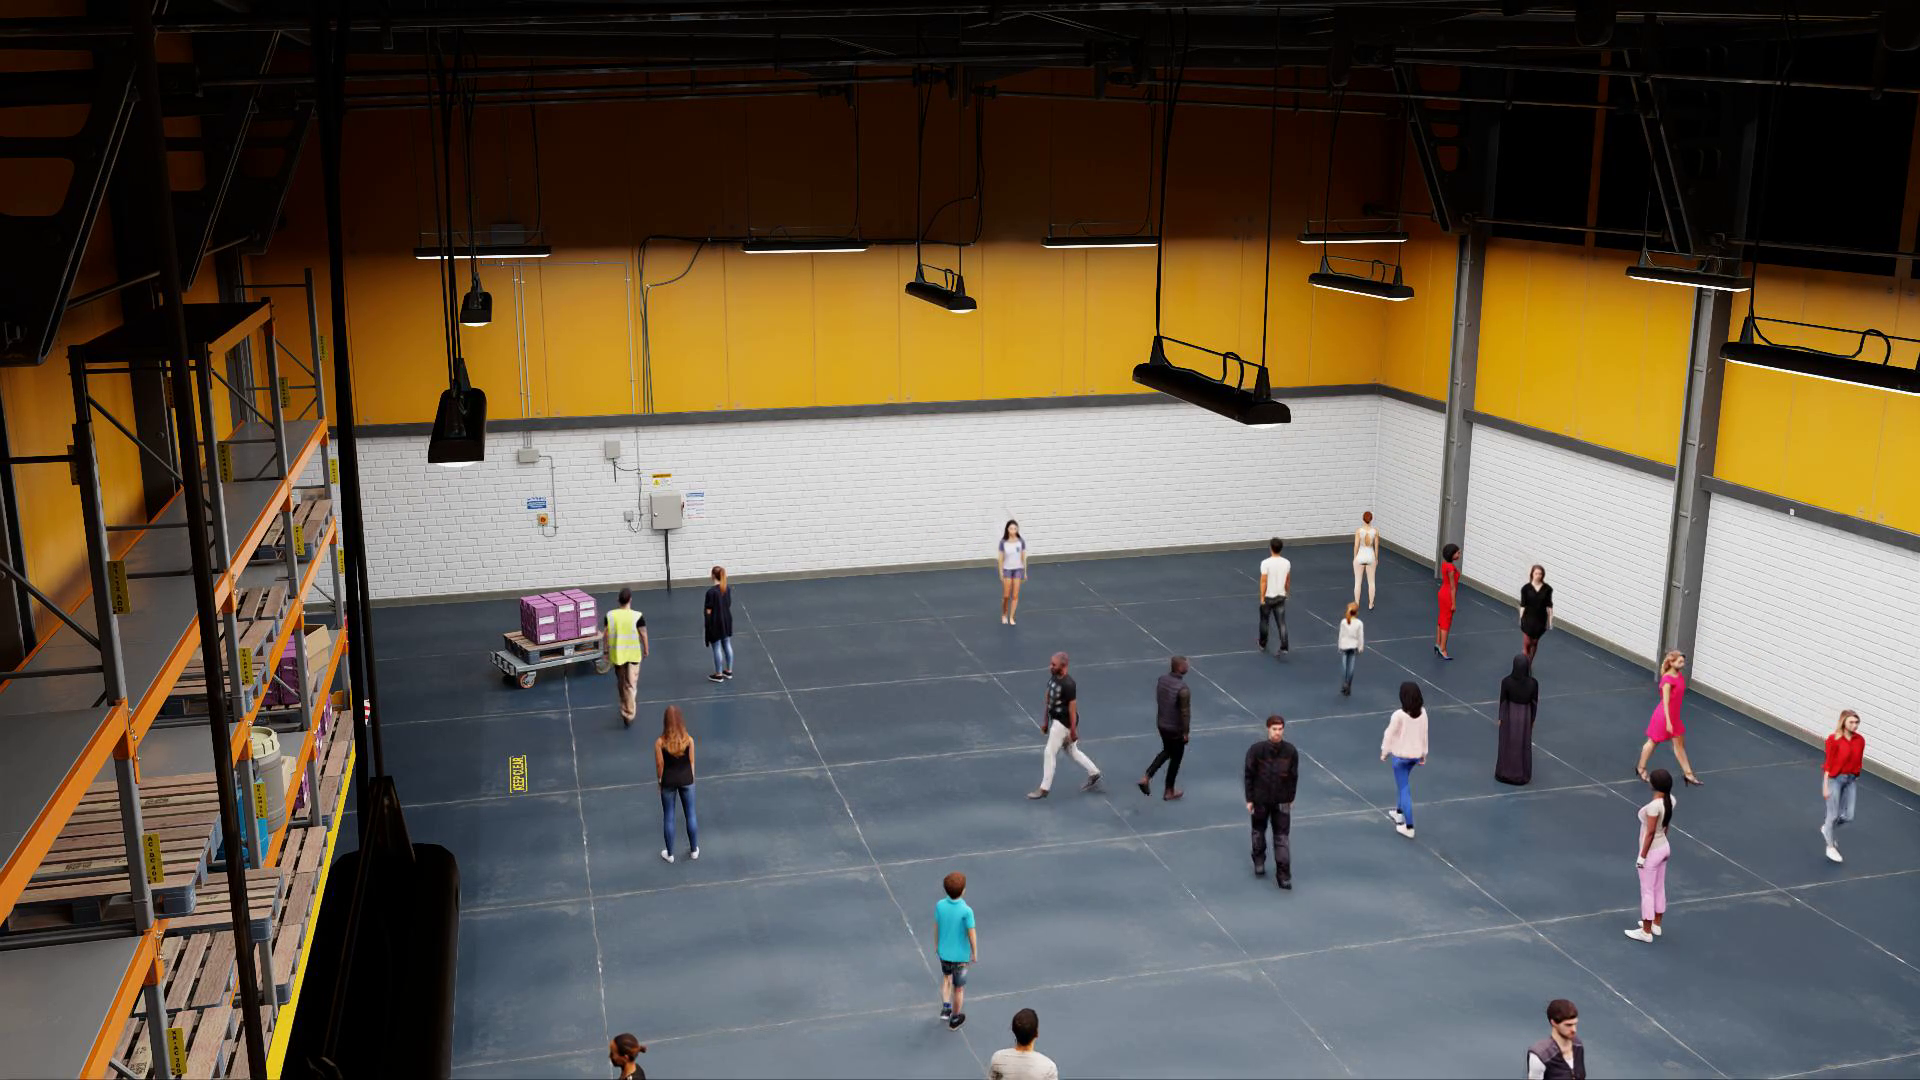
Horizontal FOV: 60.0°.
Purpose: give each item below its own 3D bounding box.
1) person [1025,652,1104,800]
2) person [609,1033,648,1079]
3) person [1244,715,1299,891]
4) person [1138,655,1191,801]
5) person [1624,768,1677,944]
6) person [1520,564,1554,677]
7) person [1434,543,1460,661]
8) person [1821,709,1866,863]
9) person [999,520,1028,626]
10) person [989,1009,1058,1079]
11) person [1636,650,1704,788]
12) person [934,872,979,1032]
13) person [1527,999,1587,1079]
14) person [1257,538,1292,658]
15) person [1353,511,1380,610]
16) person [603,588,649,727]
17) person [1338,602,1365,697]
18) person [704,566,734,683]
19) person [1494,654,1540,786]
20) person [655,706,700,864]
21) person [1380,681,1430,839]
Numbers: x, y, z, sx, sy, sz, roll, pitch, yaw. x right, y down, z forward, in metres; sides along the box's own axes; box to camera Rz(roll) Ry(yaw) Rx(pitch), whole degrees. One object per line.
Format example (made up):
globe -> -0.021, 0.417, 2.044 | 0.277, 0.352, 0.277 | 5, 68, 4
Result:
person -> 1.298, 2.179, 19.526 | 0.783, 1.768, 1.175 | -5, 14, -18
person -> -2.241, 4.174, 11.498 | 0.654, 1.668, 0.476 | -2, 14, -10
person -> 3.220, 2.683, 17.370 | 0.941, 1.802, 1.167 | 1, 14, 4
person -> 2.400, 2.208, 19.304 | 0.919, 1.815, 0.915 | -9, 16, -34
person -> 6.712, 3.027, 16.074 | 0.653, 1.744, 0.653 | -12, 18, -40
person -> 8.249, 1.155, 23.932 | 0.790, 1.684, 0.961 | 1, 14, 5
person -> 7.271, 0.904, 24.836 | 0.680, 1.747, 0.528 | 1, 14, 2
person -> 9.436, 2.608, 17.917 | 0.693, 1.693, 0.737 | -1, 14, -4
person -> 0.828, 0.504, 26.544 | 0.602, 1.720, 0.590 | -2, 14, -10
person -> 0.401, 4.125, 11.425 | 0.778, 1.799, 0.790 | 2, 14, 9
person -> 8.375, 2.119, 19.932 | 0.887, 1.693, 1.090 | -13, 19, -43
person -> -0.085, 3.580, 14.427 | 0.626, 1.444, 0.684 | 7, 15, 28
person -> 4.138, 4.051, 11.627 | 0.729, 1.848, 0.685 | -8, 16, -31
person -> 4.732, 0.886, 24.857 | 0.682, 1.771, 1.119 | -3, 14, -12
person -> 6.685, 0.328, 27.432 | 0.607, 1.644, 0.567 | 1, 14, 4
person -> -4.415, 1.577, 21.963 | 0.945, 1.791, 1.241 | 0, 14, 2
person -> 5.425, 1.533, 23.182 | 0.693, 1.302, 0.792 | 5, 14, 19
person -> -3.436, 1.185, 23.809 | 0.747, 1.684, 0.722 | 11, 18, 39
person -> 6.702, 2.138, 20.019 | 0.696, 1.615, 0.724 | 3, 14, 12
person -> -3.034, 2.612, 17.838 | 0.607, 1.722, 0.532 | -5, 14, -18
person -> 4.992, 2.455, 18.429 | 0.707, 1.748, 0.870 | -6, 15, -23
